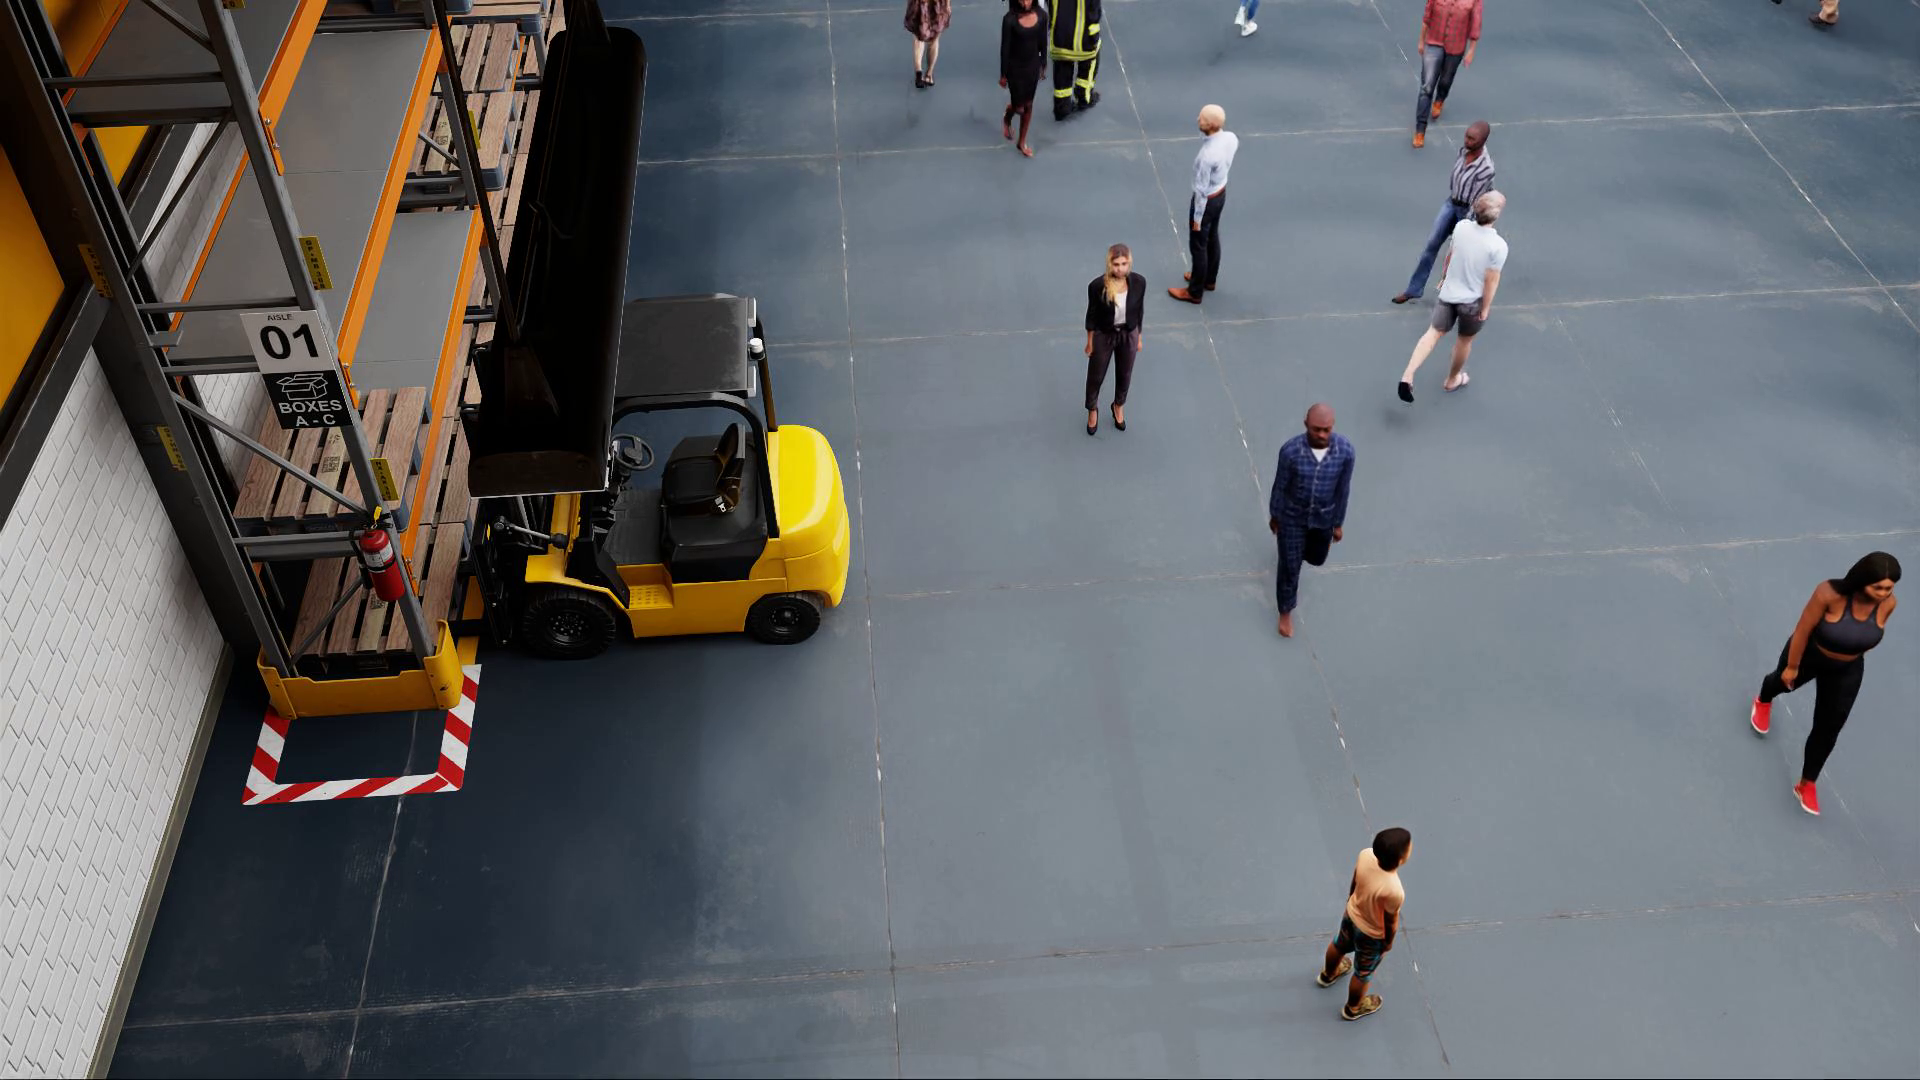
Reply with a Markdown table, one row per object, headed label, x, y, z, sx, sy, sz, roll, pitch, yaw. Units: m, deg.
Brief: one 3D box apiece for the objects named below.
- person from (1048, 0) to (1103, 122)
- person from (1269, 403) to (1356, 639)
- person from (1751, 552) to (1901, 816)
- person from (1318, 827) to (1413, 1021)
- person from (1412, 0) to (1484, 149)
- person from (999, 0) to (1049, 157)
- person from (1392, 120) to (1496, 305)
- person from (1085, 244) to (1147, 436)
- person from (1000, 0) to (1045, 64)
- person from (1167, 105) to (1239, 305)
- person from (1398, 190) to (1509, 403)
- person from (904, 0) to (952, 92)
| label | x | y | z | sx | sy | sz | roll | pitch | yaw |
| --- | --- | --- | --- | --- | --- | --- | --- | --- | --- |
| person | 1.051 | -4.881 | 15.936 | 0.959 | 1.809 | 1.017 | 24 | 49 | 24 |
| person | 2.297 | -0.227 | 11.058 | 0.678 | 1.800 | 1.006 | 0 | 44 | 0 |
| person | 5.216 | 0.686 | 10.129 | 0.902 | 1.760 | 1.295 | 8 | 44 | 8 |
| person | 2.188 | 2.040 | 8.928 | 0.636 | 1.456 | 0.511 | -19 | 47 | -18 |
| person | 4.628 | -4.729 | 15.794 | 1.006 | 1.786 | 1.304 | 12 | 45 | 13 |
| person | 0.542 | -4.433 | 15.539 | 0.745 | 1.710 | 0.802 | -19 | 47 | -18 |
| person | 4.207 | -2.654 | 13.630 | 0.901 | 1.766 | 0.990 | -14 | 45 | -15 |
| person | 1.156 | -1.503 | 12.491 | 0.616 | 1.671 | 0.549 | -7 | 44 | -7 |
| person | 0.698 | -5.460 | 16.631 | 0.788 | 1.688 | 0.847 | 29 | 51 | 27 |
| person | 2.049 | -2.769 | 13.735 | 0.809 | 1.788 | 0.728 | 25 | 49 | 24 |
| person | 3.783 | -1.806 | 12.710 | 1.096 | 1.808 | 1.095 | -31 | 52 | -28 |
| person | -0.327 | -5.149 | 16.254 | 0.744 | 1.760 | 0.897 | 6 | 44 | 6 |
